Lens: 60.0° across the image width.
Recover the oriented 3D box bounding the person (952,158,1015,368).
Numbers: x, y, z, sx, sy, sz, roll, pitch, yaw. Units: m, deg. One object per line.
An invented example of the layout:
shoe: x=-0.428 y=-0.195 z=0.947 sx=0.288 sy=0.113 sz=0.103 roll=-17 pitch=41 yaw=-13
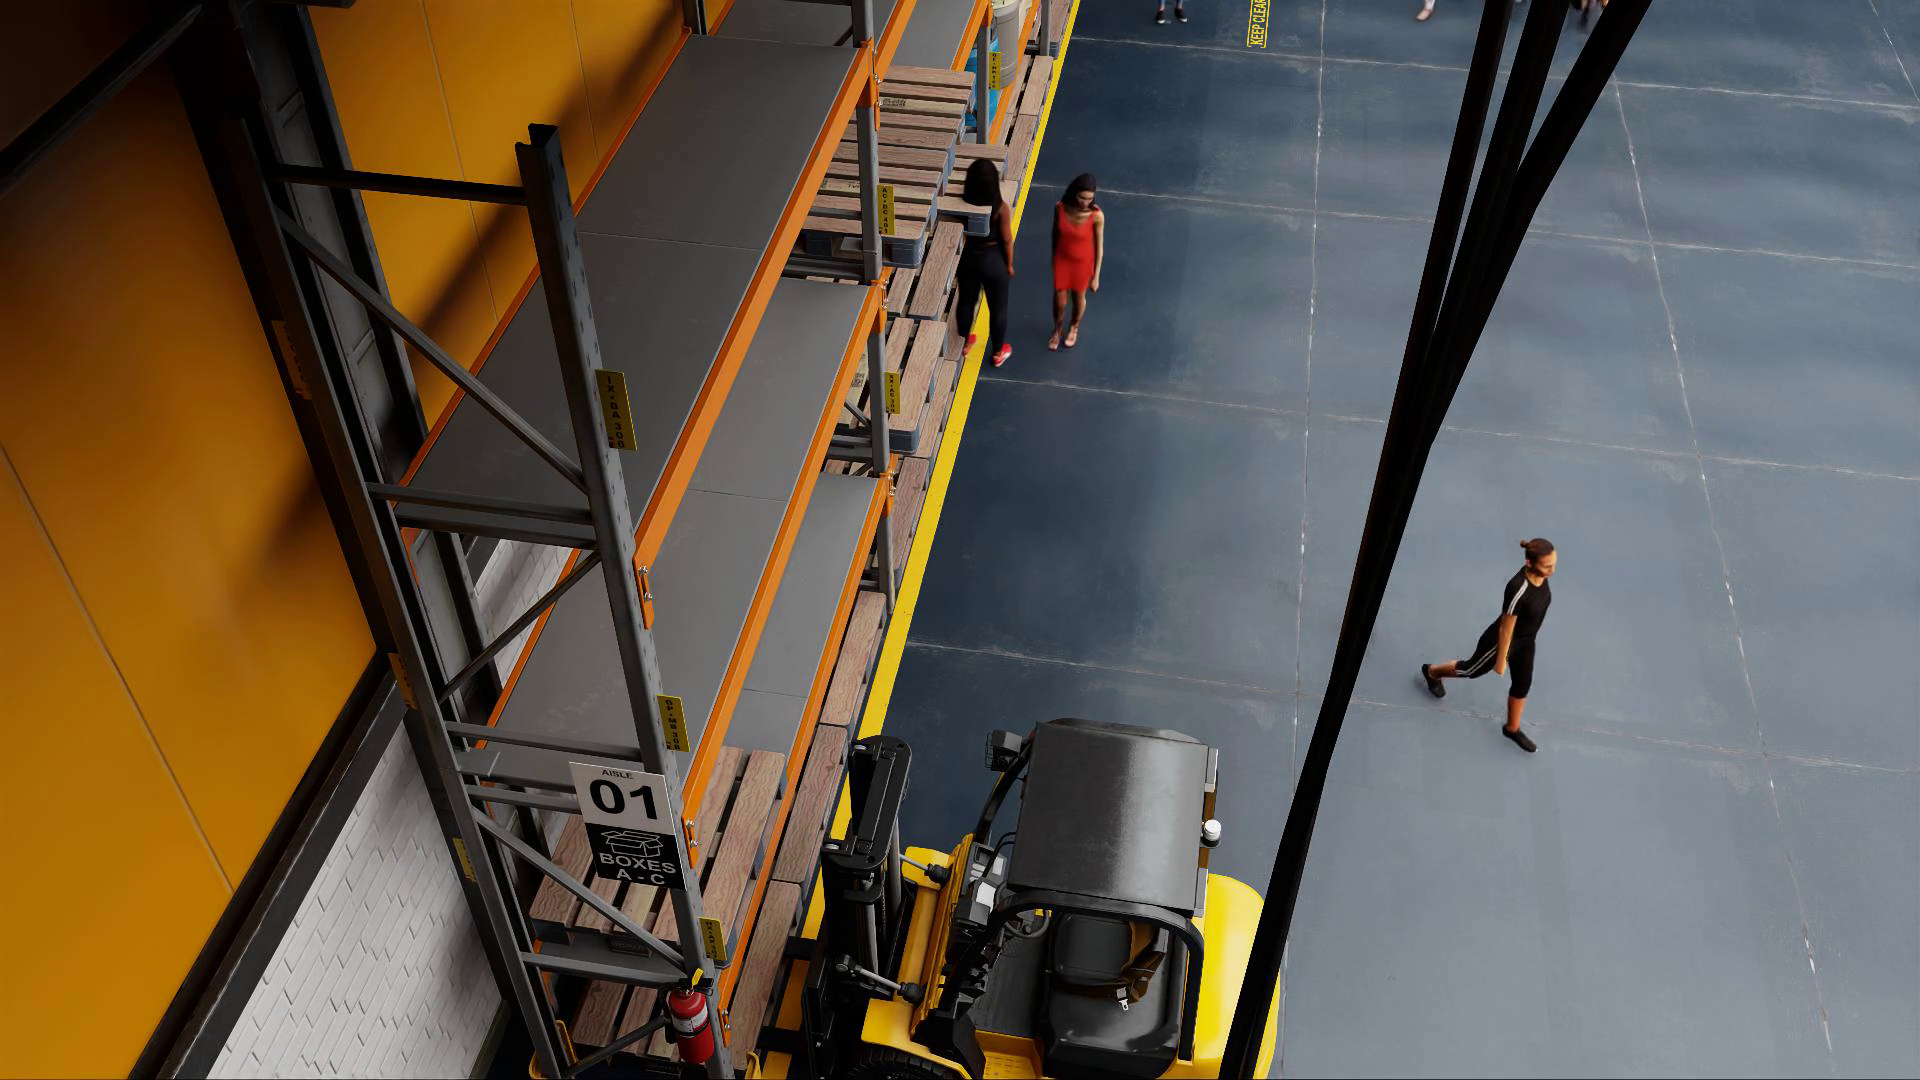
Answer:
person: x=0.175 y=-2.202 z=13.208 sx=0.726 sy=1.813 sz=0.691 roll=17 pitch=46 yaw=17

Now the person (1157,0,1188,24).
person: x=2.323 y=-6.320 z=17.625 sx=0.690 sy=1.682 sz=0.658 roll=-5 pitch=44 yaw=-5

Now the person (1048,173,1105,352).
person: x=0.917 y=-2.253 z=13.358 sx=0.634 sy=1.680 sz=0.660 roll=19 pitch=47 yaw=19

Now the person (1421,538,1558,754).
person: x=3.364 y=0.575 z=10.426 sx=1.117 sy=1.630 sz=1.086 roll=-32 pitch=52 yaw=-29
